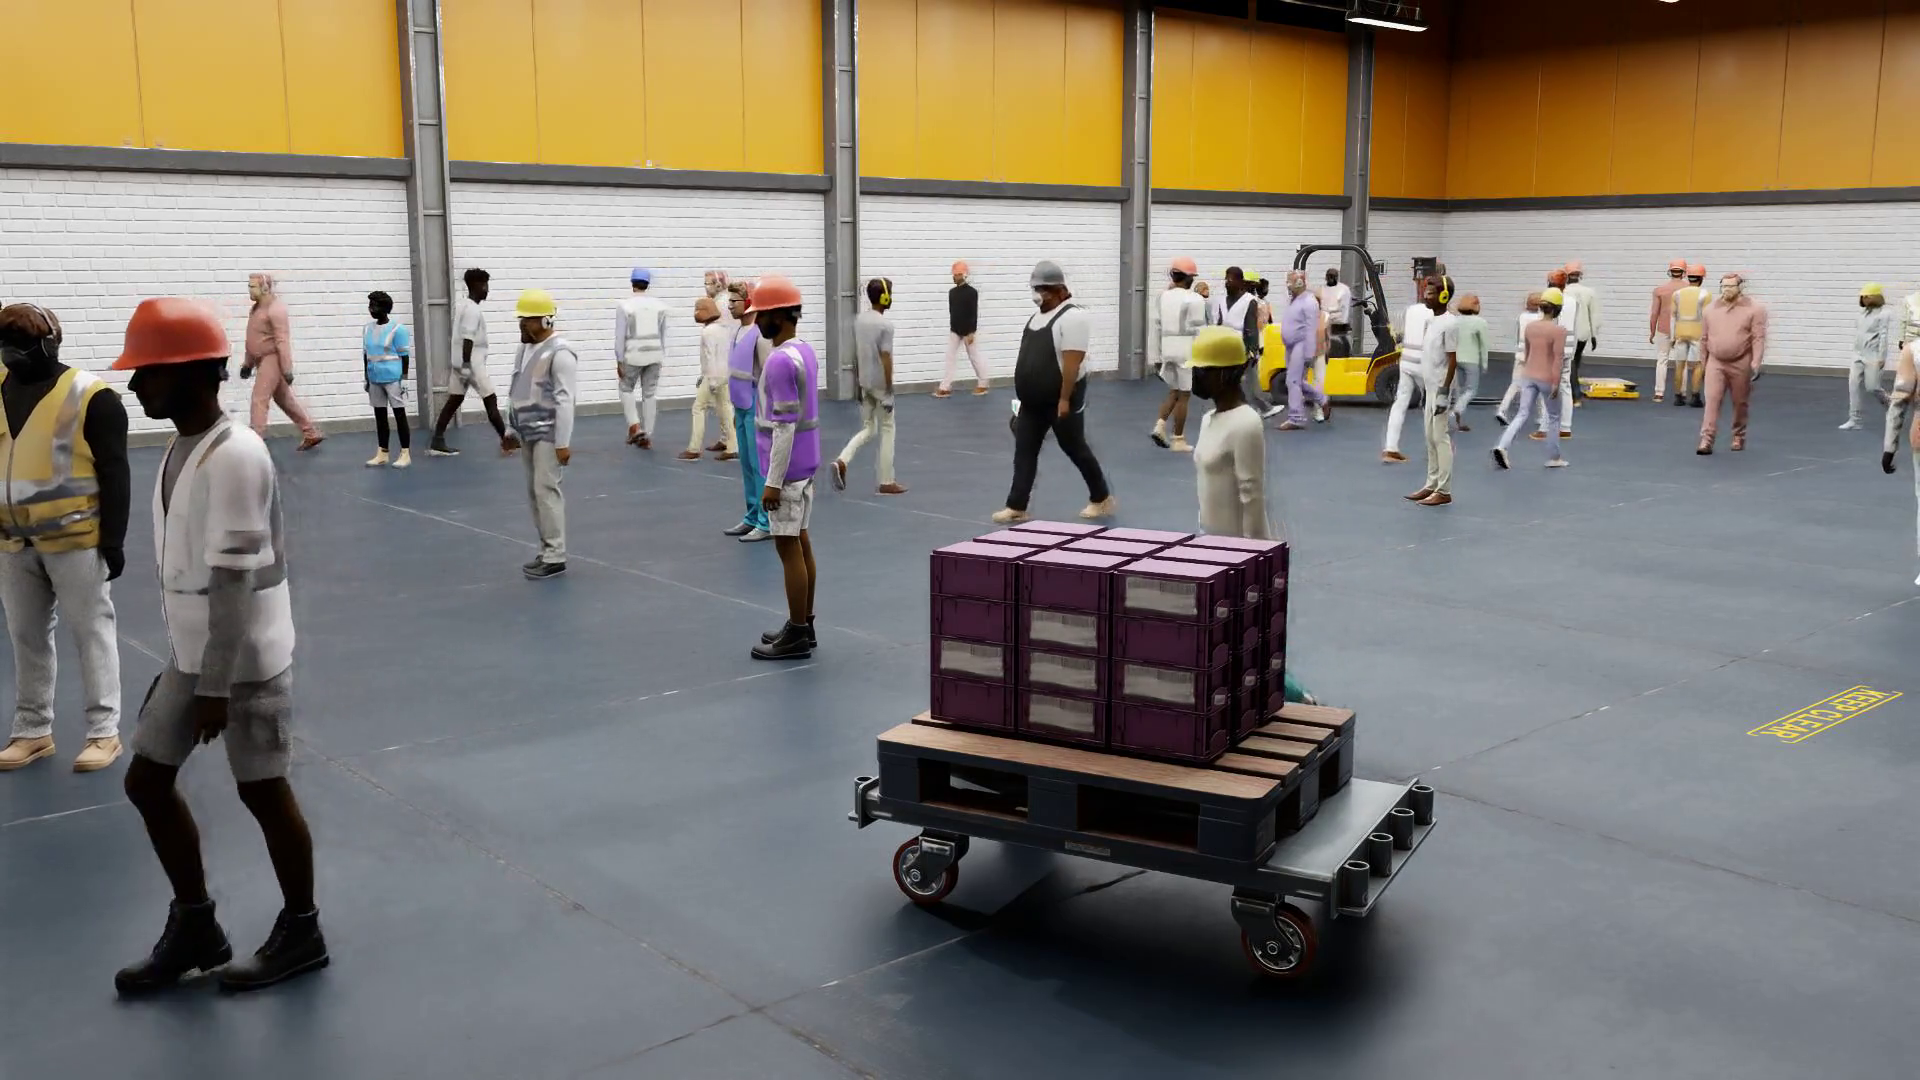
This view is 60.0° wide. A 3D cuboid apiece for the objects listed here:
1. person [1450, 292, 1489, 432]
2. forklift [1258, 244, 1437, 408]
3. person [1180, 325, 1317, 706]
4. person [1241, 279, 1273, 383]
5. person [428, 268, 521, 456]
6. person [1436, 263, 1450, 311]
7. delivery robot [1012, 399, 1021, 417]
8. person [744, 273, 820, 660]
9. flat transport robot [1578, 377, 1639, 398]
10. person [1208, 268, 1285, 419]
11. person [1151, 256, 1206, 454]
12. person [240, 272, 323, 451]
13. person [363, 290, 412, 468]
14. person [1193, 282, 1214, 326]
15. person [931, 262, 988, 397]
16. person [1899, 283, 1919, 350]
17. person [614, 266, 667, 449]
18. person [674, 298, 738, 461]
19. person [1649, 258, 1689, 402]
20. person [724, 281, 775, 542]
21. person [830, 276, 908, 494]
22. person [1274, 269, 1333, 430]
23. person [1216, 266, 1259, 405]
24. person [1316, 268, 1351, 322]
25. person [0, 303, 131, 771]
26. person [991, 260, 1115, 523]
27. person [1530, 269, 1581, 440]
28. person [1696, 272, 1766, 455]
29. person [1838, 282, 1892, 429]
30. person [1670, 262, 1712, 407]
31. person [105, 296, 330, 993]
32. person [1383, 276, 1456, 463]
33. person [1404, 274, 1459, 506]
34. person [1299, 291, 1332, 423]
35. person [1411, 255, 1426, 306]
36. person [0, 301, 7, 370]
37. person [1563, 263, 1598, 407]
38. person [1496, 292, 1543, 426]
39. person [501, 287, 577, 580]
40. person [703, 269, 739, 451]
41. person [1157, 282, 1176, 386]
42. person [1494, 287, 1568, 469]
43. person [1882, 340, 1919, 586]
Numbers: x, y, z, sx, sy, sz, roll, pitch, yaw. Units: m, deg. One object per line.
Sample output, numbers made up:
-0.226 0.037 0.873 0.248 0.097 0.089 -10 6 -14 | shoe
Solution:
5.752 -2.015 19.001 0.595 1.616 0.498 -9 13 -43 | person
5.256 -2.933 22.661 2.313 2.155 1.214 3 10 16 | forklift
1.103 0.027 6.621 0.491 1.755 0.534 -1 10 -8 | person
4.796 -3.286 26.291 0.912 1.639 0.544 6 11 32 | person
-4.951 -1.798 16.901 1.042 1.905 0.608 -5 11 -29 | person
8.152 -3.734 28.239 0.878 1.891 0.680 -5 11 -29 | person
0.938 -1.450 18.497 0.707 0.478 0.477 0 10 -2 | delivery robot
-0.890 -0.362 8.368 0.359 1.936 0.544 1 10 6 | person
9.315 -2.217 24.093 0.652 0.197 1.431 1 10 8 | flat transport robot
3.503 -2.388 20.423 1.006 1.864 0.607 -2 10 -10 | person
2.273 -1.891 17.076 0.421 2.027 0.609 -8 12 -39 | person
-7.027 -1.803 17.032 0.967 1.865 0.644 -7 12 -36 | person
-5.488 -1.533 15.911 0.538 1.698 0.320 4 11 23 | person
3.664 -3.124 25.421 0.278 1.631 0.505 -9 13 -42 | person
0.040 -3.032 23.995 1.010 1.945 0.631 -9 13 -43 | person
13.336 -2.808 23.033 0.597 1.823 0.403 6 11 31 | person
-3.358 -1.904 17.461 0.610 1.919 0.444 -7 12 -35 | person
-2.528 -1.571 16.402 0.721 1.602 0.493 1 10 8 | person
9.888 -2.899 23.048 0.623 1.992 0.397 4 10 21 | person
-1.468 -0.913 11.850 0.374 1.843 0.575 -5 11 -25 | person
-0.764 -1.284 13.994 0.665 1.856 0.518 -9 14 -44 | person
4.047 -2.224 19.466 0.737 1.879 0.646 -2 10 -12 | person
3.163 -2.186 19.141 0.456 1.903 0.587 -5 11 -26 | person
6.206 -3.642 27.908 0.622 1.822 0.585 5 11 26 | person
-3.583 -0.003 6.541 0.624 1.845 0.430 1 10 5 | person
0.752 -1.152 12.682 0.987 2.000 0.678 -6 12 -33 | person
6.553 -2.029 18.300 0.582 1.879 0.345 -4 11 -24 | person
7.924 -1.815 17.102 0.646 1.865 0.984 7 12 36 | person
10.654 -2.146 19.417 0.616 1.721 0.492 -3 10 -16 | person
9.812 -2.748 22.335 0.550 1.939 0.364 9 14 44 | person
-2.051 0.319 4.450 0.548 1.914 0.673 9 13 43 | person
4.530 -1.661 16.295 1.007 1.830 0.566 -7 12 -35 | person
3.867 -1.213 13.534 0.326 1.875 0.519 0 10 -1 | person
4.256 -2.208 20.143 0.535 1.601 0.809 -1 10 -4 | person
7.160 -3.405 25.874 0.395 2.038 0.615 9 13 44 | person
-7.599 -1.119 13.094 0.621 1.837 0.429 7 12 35 | person
8.256 -2.773 22.488 0.627 1.928 1.067 0 10 -1 | person
6.764 -2.155 19.827 0.818 1.608 0.514 -6 11 -30 | person
-2.638 -0.674 10.505 0.415 1.822 0.611 -8 12 -39 | person
-2.483 -1.841 17.150 0.438 1.888 0.676 0 10 -3 | person
3.333 -3.199 25.878 0.364 1.627 0.528 -3 10 -17 | person
5.483 -1.529 15.787 0.828 1.735 0.531 -6 11 -31 | person
5.863 -0.592 9.904 0.614 1.867 1.015 7 12 36 | person
